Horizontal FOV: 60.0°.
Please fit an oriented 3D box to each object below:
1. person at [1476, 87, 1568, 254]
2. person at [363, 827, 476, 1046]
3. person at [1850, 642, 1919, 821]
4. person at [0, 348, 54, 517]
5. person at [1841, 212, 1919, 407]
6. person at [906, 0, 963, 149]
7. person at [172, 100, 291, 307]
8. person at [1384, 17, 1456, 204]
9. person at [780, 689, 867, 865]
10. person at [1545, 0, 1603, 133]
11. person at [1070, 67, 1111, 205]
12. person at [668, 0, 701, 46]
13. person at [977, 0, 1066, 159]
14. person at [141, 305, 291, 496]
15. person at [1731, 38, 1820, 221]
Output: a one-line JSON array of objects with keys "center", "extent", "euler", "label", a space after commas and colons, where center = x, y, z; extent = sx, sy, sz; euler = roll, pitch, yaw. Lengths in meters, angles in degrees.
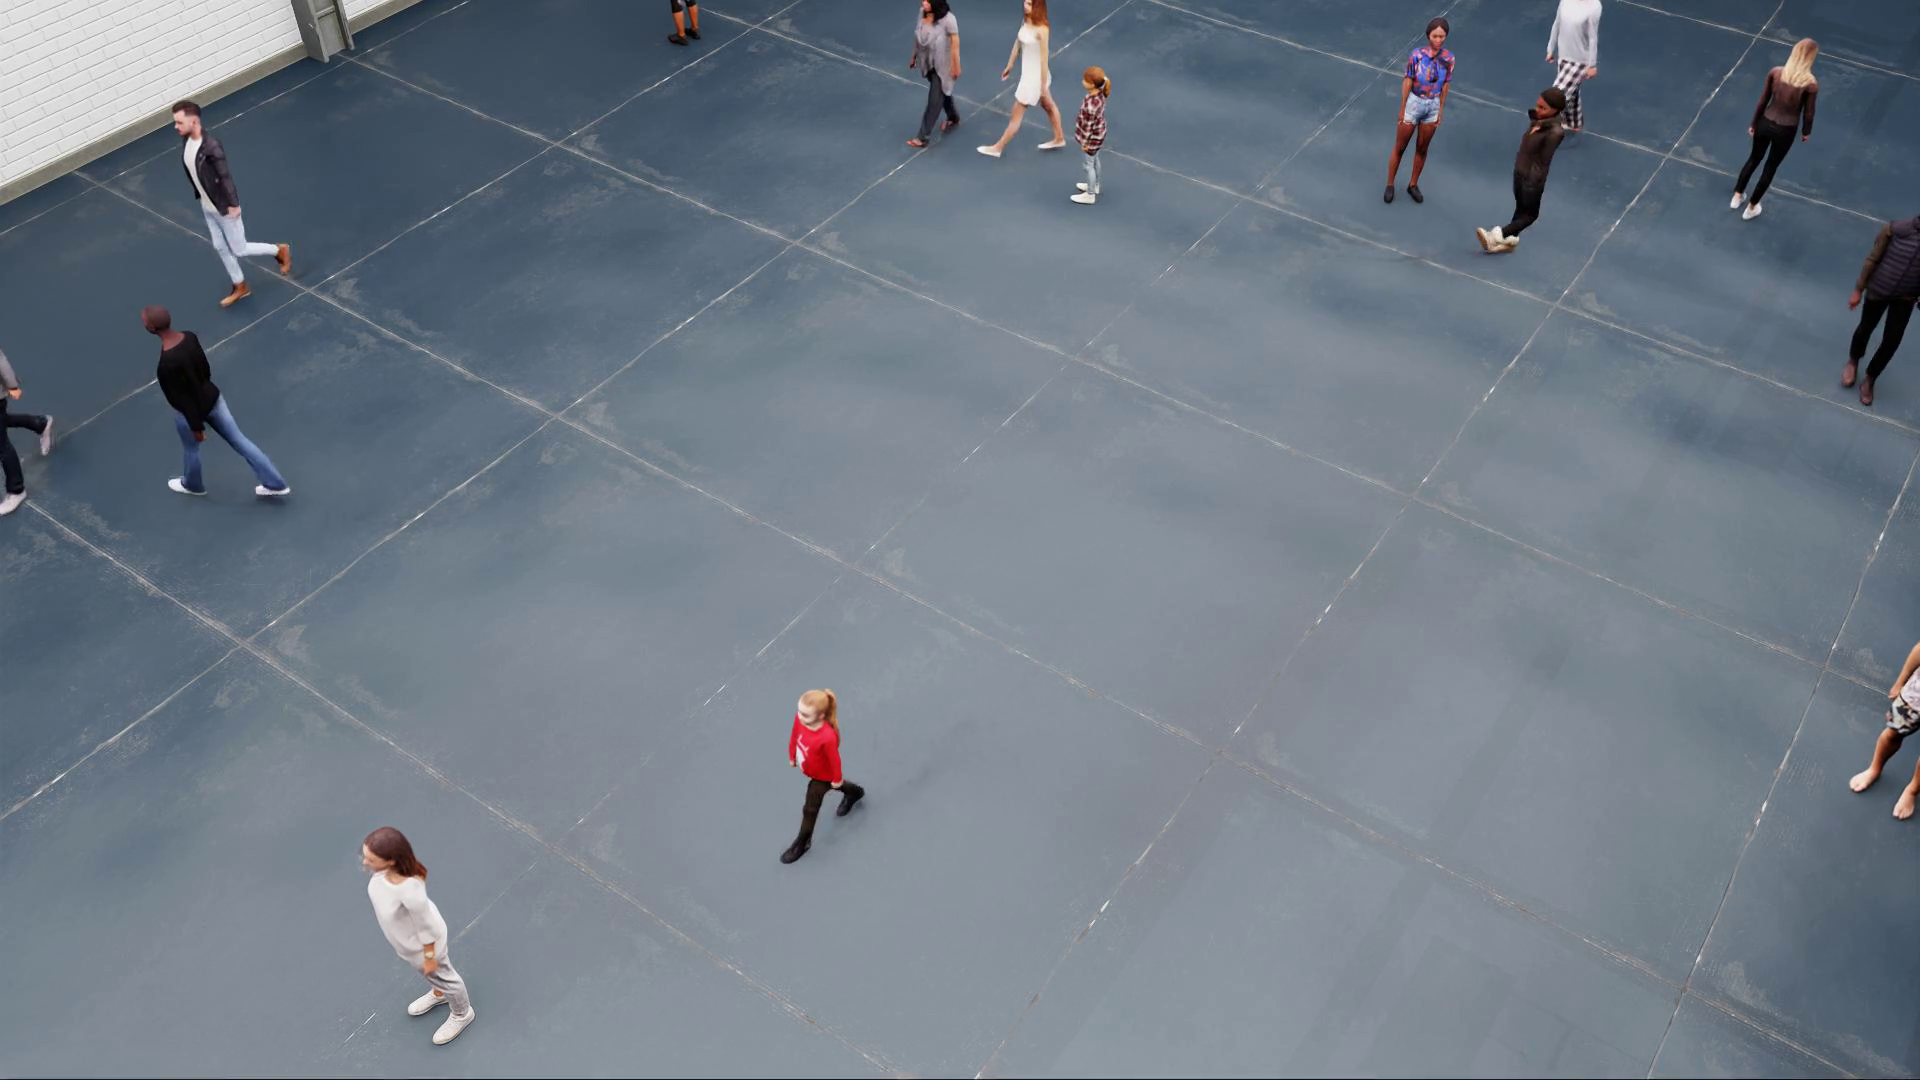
[{"center": [4.765, -3.103, 14.213], "extent": [0.901, 1.659, 0.855], "euler": [-13, 45, -13], "label": "person"}, {"center": [-2.868, 2.056, 8.777], "extent": [0.607, 1.688, 0.641], "euler": [-32, 52, -29], "label": "person"}, {"center": [5.850, 0.912, 9.888], "extent": [0.702, 1.812, 0.626], "euler": [33, 53, 30], "label": "person"}, {"center": [-7.038, -1.140, 12.018], "extent": [0.945, 1.846, 1.240], "euler": [11, 45, 11], "label": "person"}, {"center": [7.240, -1.963, 12.902], "extent": [0.769, 1.818, 0.813], "euler": [19, 47, 19], "label": "person"}, {"center": [-0.153, -4.555, 15.805], "extent": [1.075, 1.565, 0.781], "euler": [-32, 52, -29], "label": "person"}, {"center": [-6.068, -2.816, 13.798], "extent": [0.683, 1.816, 0.938], "euler": [28, 50, 26], "label": "person"}, {"center": [4.137, -3.856, 14.943], "extent": [0.667, 1.742, 0.696], "euler": [0, 44, 0], "label": "person"}, {"center": [-0.792, 1.317, 9.866], "extent": [0.963, 1.256, 0.644], "euler": [-32, 52, -29], "label": "person"}, {"center": [5.810, -4.541, 15.622], "extent": [1.144, 1.798, 0.993], "euler": [-15, 45, -15], "label": "person"}, {"center": [1.205, -3.682, 15.078], "extent": [0.636, 1.305, 0.514], "euler": [14, 45, 14], "label": "person"}, {"center": [-2.931, -5.956, 17.204], "extent": [0.624, 1.664, 0.442], "euler": [25, 49, 24], "label": "person"}, {"center": [0.786, -4.344, 15.516], "extent": [1.163, 1.659, 1.045], "euler": [-10, 44, -10], "label": "person"}, {"center": [-5.344, -0.931, 11.903], "extent": [1.019, 1.702, 1.190], "euler": [7, 44, 7], "label": "person"}, {"center": [7.214, -3.600, 14.708], "extent": [0.675, 1.696, 0.681], "euler": [-32, 52, -29], "label": "person"}]
